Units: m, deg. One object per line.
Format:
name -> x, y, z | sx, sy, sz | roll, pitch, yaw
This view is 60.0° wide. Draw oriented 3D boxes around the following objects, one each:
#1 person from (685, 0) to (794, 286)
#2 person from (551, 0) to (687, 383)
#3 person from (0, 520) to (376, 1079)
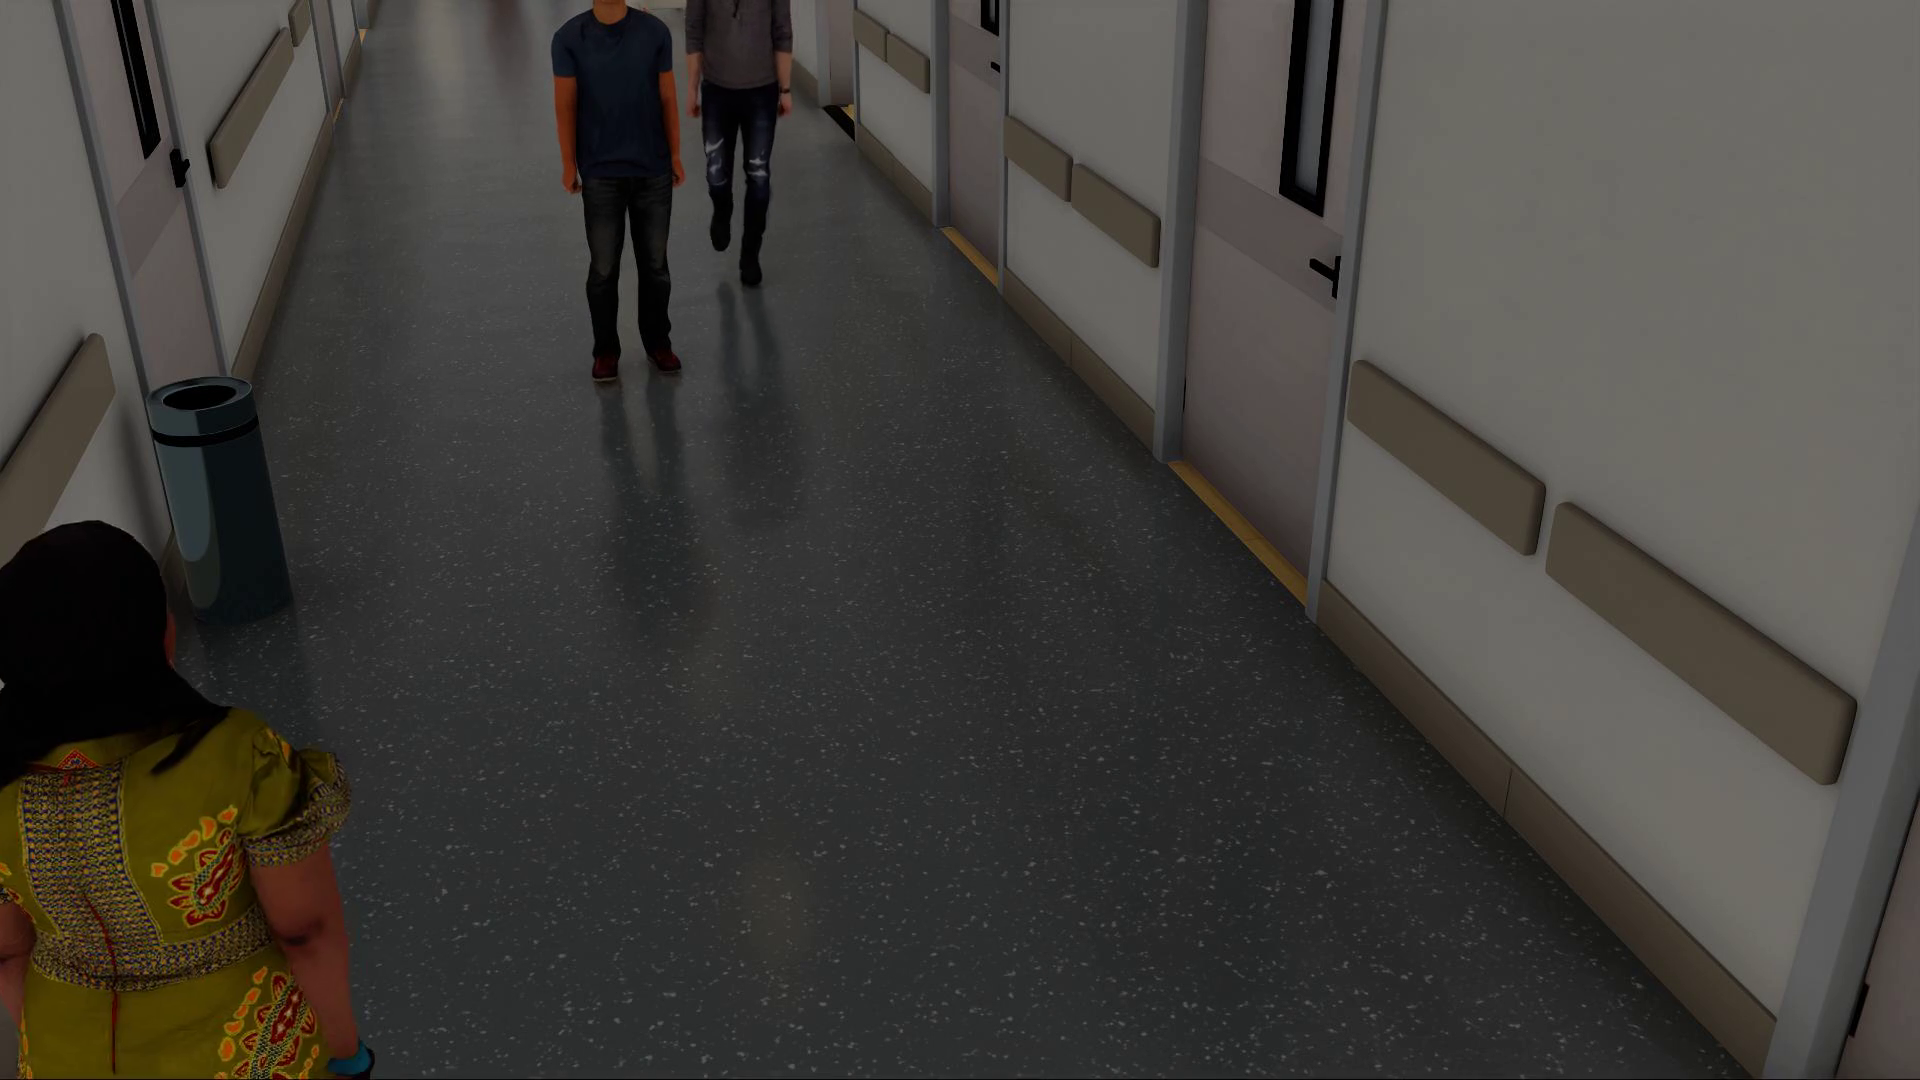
person -> -1.086, -2.247, 8.225 | 0.815, 1.889, 0.816 | -2, 26, -4
person -> -1.396, -1.559, 6.891 | 0.510, 1.807, 0.745 | -10, 28, -20
person -> -1.047, 0.788, 2.230 | 1.231, 1.629, 0.873 | -5, 26, -9
